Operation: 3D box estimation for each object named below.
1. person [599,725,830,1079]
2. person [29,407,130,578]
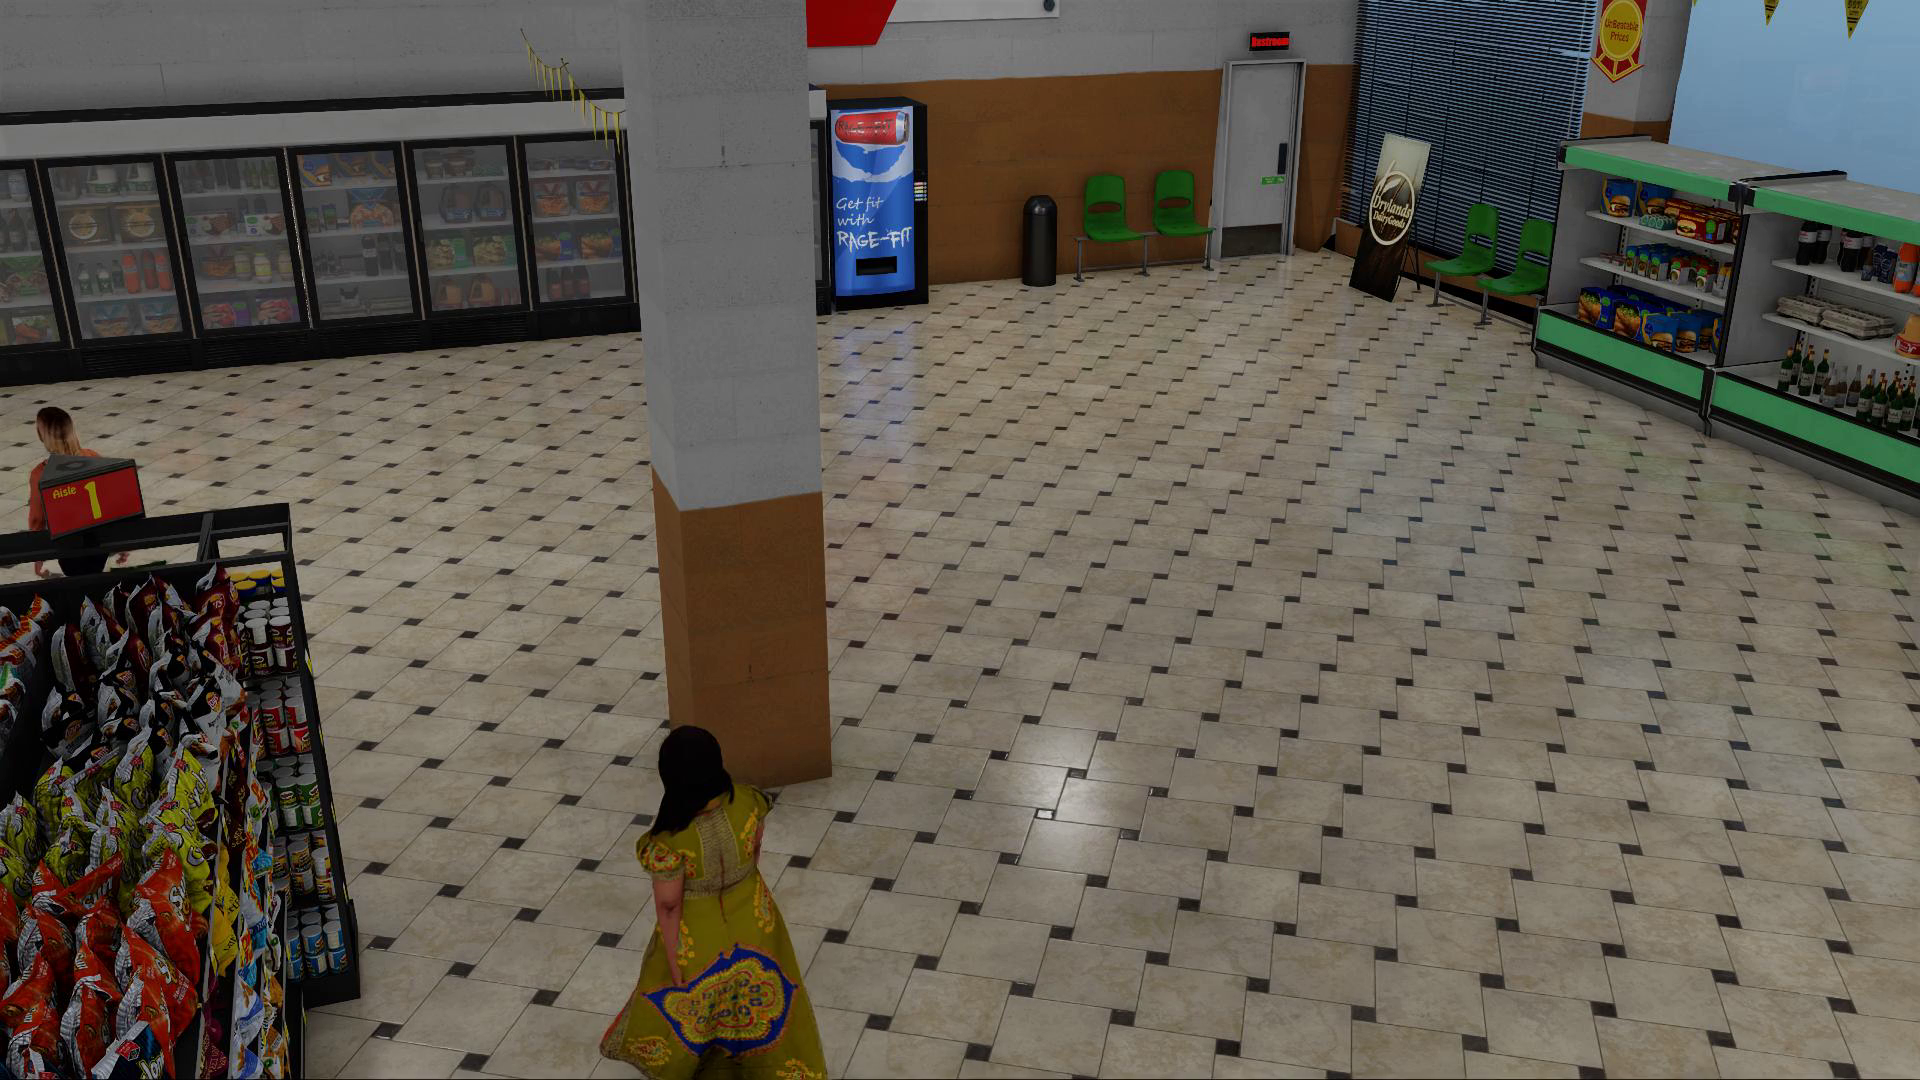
[{"bbox_3d":[-0.806,1.451,5.836,0.966,1.598,1.327,-15,26,-33],"label":"person"},{"bbox_3d":[-4.840,0.059,9.281,0.903,1.613,0.830,12,25,28],"label":"person"}]
